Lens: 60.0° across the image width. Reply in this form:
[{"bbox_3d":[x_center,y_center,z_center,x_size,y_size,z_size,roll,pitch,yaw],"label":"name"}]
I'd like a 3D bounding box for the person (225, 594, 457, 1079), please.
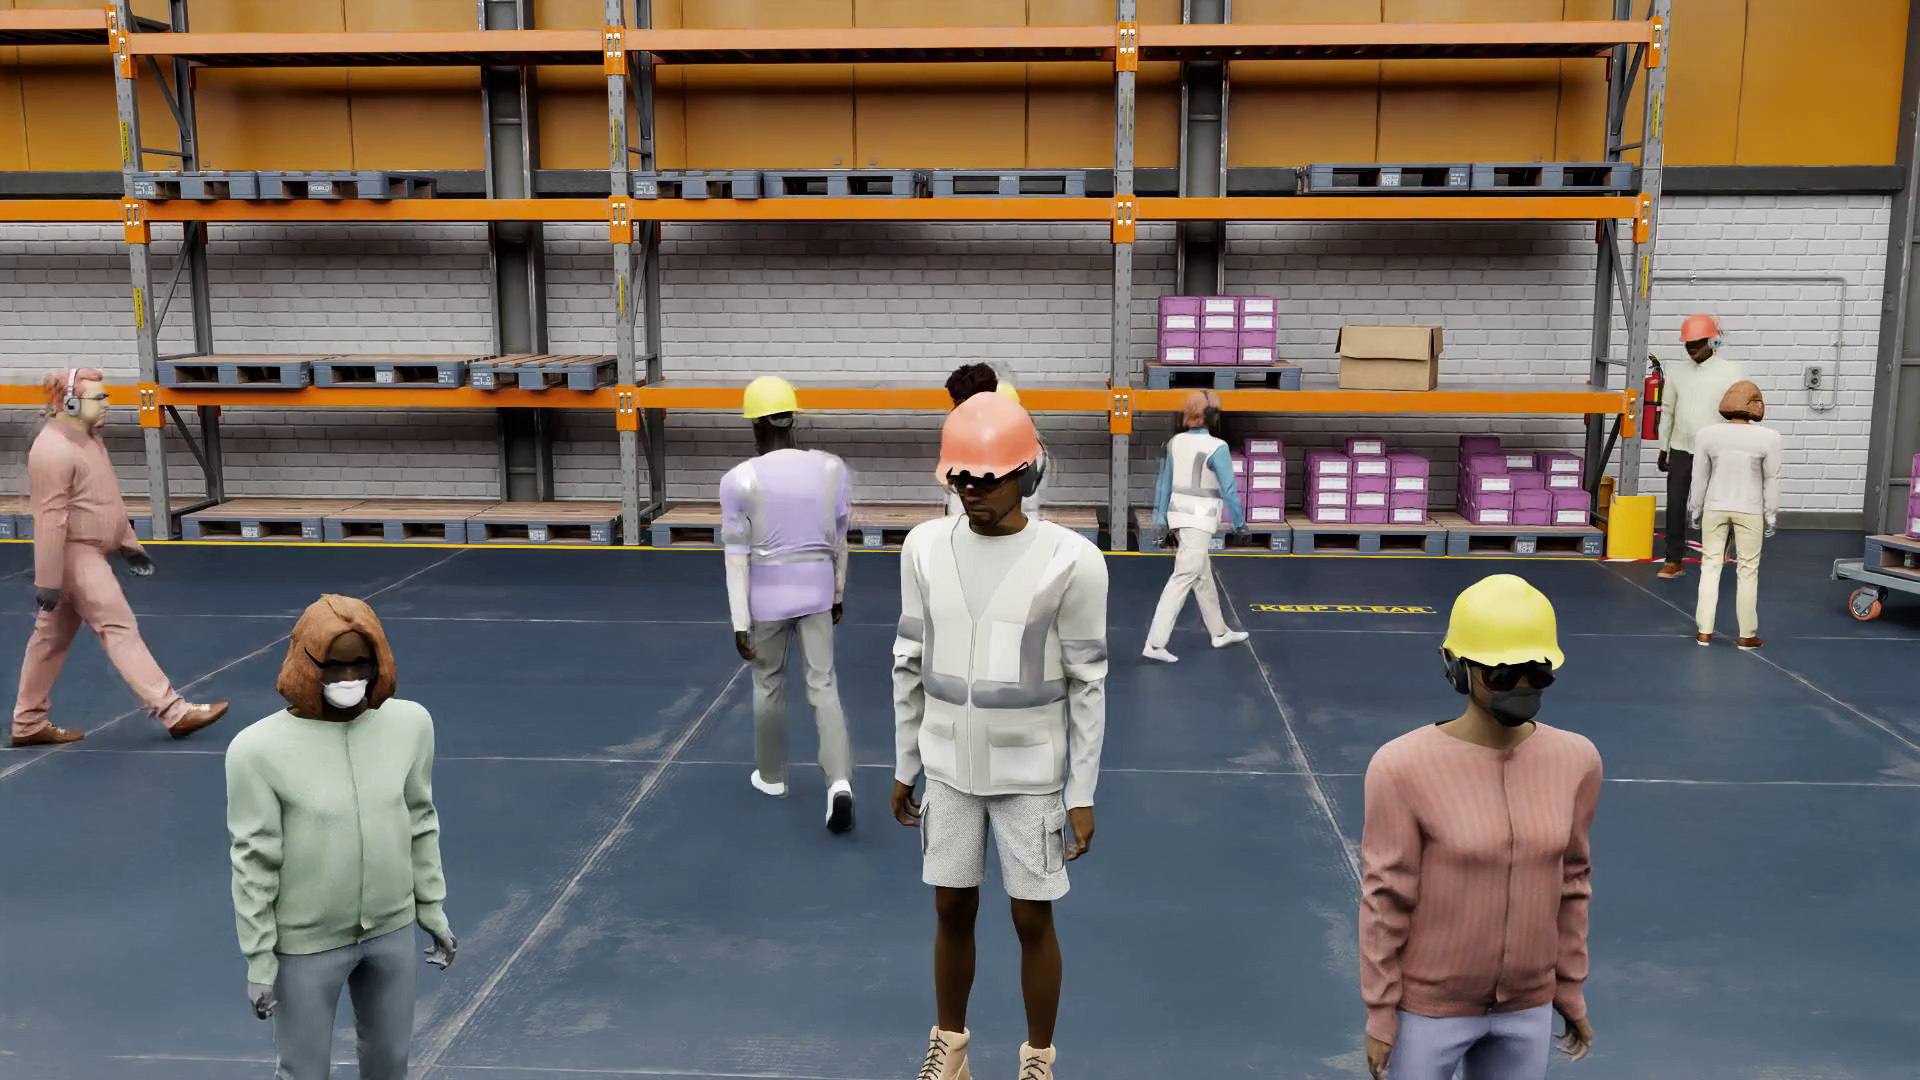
[{"bbox_3d":[-1.405,0.923,3.827,0.279,1.633,0.499,9,13,42],"label":"person"}]

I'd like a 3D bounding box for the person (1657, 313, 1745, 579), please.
[{"bbox_3d":[5.498,-0.694,12.321,0.654,1.968,0.629,-8,13,-41],"label":"person"}]

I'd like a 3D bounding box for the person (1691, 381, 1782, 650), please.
[{"bbox_3d":[4.707,-0.152,10.122,0.502,1.631,0.286,7,12,36],"label":"person"}]

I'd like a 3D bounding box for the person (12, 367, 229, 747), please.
[{"bbox_3d":[-4.159,0.093,8.070,1.022,1.846,0.640,-4,10,-21],"label":"person"}]

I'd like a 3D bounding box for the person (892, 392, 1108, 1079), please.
[{"bbox_3d":[0.082,0.619,4.440,0.605,2.034,0.390,4,11,24],"label":"person"}]

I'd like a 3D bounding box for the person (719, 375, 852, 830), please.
[{"bbox_3d":[-0.701,0.255,7.012,0.594,1.890,0.925,-4,11,-23],"label":"person"}]

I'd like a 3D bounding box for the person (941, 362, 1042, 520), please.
[{"bbox_3d":[0.123,0.095,7.902,0.650,1.899,1.040,8,13,41],"label":"person"}]

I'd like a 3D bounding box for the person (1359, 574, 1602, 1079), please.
[{"bbox_3d":[1.048,0.935,3.365,0.526,1.769,0.328,-2,10,-14],"label":"person"}]

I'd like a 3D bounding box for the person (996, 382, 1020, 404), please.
[{"bbox_3d":[0.190,0.013,8.918,0.924,1.716,0.545,-5,11,-28],"label":"person"}]

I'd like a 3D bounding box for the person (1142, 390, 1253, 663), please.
[{"bbox_3d":[1.395,-0.079,9.808,0.850,1.596,0.516,-5,11,-26],"label":"person"}]
